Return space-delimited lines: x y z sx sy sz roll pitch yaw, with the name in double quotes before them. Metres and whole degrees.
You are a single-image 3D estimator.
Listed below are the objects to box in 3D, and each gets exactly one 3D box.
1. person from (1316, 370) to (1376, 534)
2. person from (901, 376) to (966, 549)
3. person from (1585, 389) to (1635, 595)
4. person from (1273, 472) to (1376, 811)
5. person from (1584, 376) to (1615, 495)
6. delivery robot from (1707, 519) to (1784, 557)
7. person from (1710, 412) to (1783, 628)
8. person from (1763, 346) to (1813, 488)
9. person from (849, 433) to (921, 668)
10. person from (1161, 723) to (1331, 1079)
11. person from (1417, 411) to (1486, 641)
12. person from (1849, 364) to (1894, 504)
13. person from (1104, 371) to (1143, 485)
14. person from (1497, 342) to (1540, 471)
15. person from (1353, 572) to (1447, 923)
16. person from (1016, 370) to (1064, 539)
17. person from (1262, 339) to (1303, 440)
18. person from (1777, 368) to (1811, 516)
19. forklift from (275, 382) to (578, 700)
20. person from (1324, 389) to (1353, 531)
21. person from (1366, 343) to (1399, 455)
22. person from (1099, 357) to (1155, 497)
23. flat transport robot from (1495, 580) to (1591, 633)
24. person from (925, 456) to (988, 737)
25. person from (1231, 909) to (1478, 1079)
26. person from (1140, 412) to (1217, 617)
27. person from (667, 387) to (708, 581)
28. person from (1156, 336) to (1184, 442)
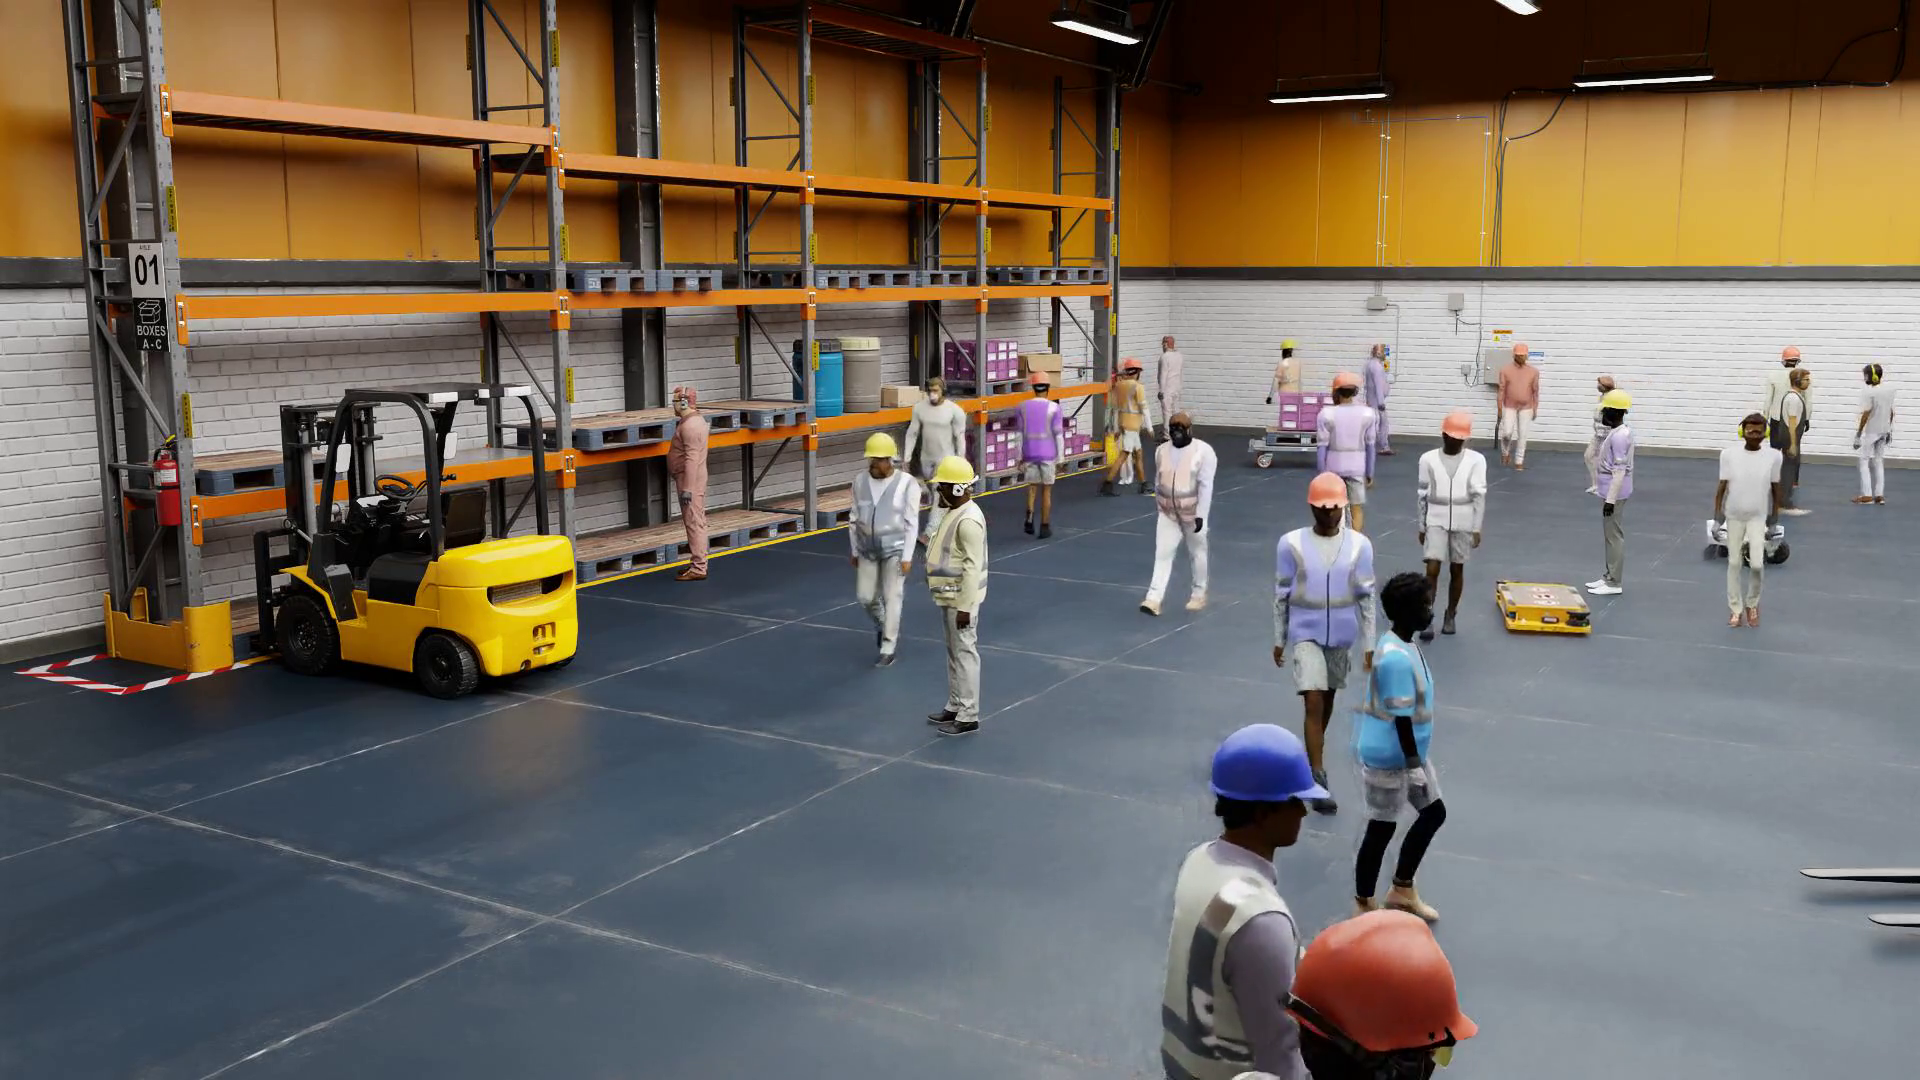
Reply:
"person" 3.948 -0.722 17.038 0.619 2.022 0.853 1 9 4
"person" -0.299 -0.849 18.266 0.649 1.875 1.032 5 10 29
"person" 6.122 -0.448 15.615 0.355 1.930 0.587 3 10 19
"person" 2.105 0.536 9.620 0.560 1.892 0.983 0 9 0
"person" 8.685 -1.414 22.561 0.433 1.623 0.538 0 9 1
"delivery robot" 8.146 -0.074 17.268 0.477 0.478 0.707 -6 11 -35
"person" 6.656 -0.164 14.106 0.503 1.845 0.445 5 10 27
"person" 11.603 -1.719 23.335 0.622 1.996 0.370 4 10 23
"person" -0.571 0.064 12.811 0.589 1.812 0.538 4 10 21
"person" 0.629 1.399 4.181 0.957 1.912 0.613 0 9 0
"person" 4.003 -0.100 13.607 0.538 1.884 0.926 3 10 17
"person" 11.942 -1.363 21.681 0.569 1.852 0.330 -3 10 -18
"person" 2.308 -1.580 23.610 0.546 1.619 0.460 6 11 31
"person" 8.536 -2.043 25.443 0.614 1.980 0.447 2 9 12
"person" 2.022 0.978 7.498 0.508 1.681 0.540 4 10 24
"person" 0.921 -0.967 18.900 0.570 1.916 0.421 3 10 19
"person" 5.622 -2.521 28.736 0.589 1.875 0.993 -9 12 -43
"person" 10.376 -1.223 20.726 0.338 1.843 0.515 3 10 20
"forklift" -3.974 -0.067 12.417 2.313 2.155 1.214 5 11 30
"person" 4.100 -0.785 17.863 0.583 1.882 0.338 -8 12 -42
"person" 6.815 -2.321 27.485 0.867 1.880 0.637 2 9 15
"person" 2.274 -1.522 22.510 0.970 1.880 0.565 -4 10 -22
"flat transport robot" 5.048 0.566 14.447 0.652 0.197 1.431 2 9 13
"person" -0.027 0.362 10.864 0.404 1.832 0.599 -2 9 -11
"person" 0.541 1.584 2.757 1.001 2.002 0.599 -5 10 -27
"person" 1.922 -0.220 14.614 0.621 1.786 0.968 6 11 32
"person" -2.674 -0.552 16.342 0.401 1.906 0.650 0 9 -2
"person" 3.722 -2.696 29.731 0.403 1.904 0.651 7 12 38
